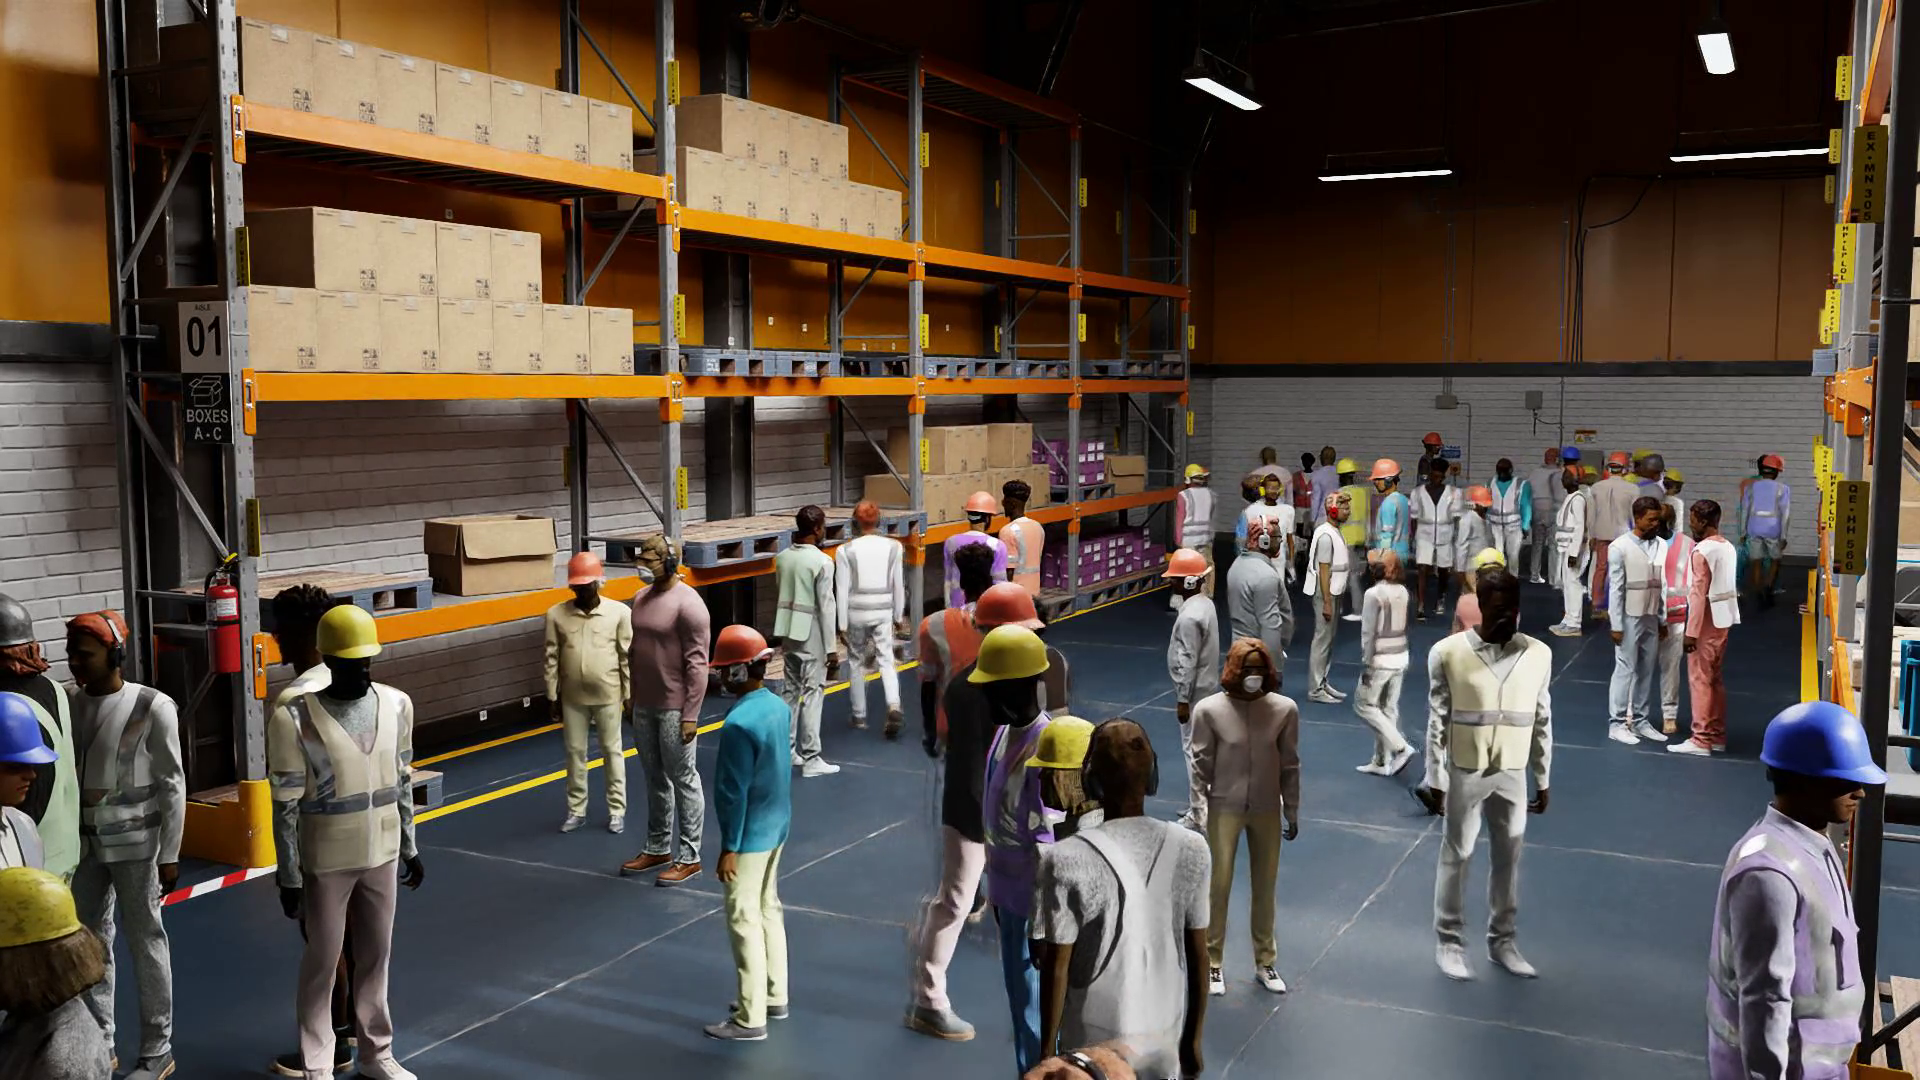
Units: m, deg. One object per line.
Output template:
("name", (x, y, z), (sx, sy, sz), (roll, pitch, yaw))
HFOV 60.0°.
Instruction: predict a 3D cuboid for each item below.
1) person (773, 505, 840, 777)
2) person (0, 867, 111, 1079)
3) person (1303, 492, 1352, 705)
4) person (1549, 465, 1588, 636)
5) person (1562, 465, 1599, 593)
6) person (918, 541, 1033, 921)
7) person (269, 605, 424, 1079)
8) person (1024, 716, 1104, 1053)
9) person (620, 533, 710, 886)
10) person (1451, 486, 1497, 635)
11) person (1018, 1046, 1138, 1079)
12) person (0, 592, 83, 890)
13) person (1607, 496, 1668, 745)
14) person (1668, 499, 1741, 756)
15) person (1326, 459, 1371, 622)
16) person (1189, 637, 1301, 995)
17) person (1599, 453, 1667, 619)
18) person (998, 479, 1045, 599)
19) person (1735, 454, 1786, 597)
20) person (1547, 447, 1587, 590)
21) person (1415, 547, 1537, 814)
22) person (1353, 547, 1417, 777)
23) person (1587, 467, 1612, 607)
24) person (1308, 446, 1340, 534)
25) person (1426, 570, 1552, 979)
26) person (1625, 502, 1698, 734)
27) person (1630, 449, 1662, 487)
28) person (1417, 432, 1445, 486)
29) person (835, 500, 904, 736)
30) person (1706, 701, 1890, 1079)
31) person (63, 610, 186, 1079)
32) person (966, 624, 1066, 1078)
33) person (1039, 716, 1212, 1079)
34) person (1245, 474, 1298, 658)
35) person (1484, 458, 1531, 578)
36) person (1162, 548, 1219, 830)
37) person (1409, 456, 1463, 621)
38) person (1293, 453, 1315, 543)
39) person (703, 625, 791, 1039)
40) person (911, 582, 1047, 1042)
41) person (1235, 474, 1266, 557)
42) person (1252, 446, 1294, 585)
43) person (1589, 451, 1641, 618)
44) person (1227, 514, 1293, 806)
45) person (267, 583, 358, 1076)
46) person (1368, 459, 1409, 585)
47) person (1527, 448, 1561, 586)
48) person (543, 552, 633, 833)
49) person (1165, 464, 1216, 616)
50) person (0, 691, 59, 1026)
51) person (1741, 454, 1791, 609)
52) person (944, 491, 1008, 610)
("person", (-1.105, 0.708, 11.778), (0.390, 1.911, 0.592), (-5, 7, -43))
("person", (-1.958, 1.552, 3.558), (0.319, 1.742, 0.492), (-4, 7, -39))
("person", (3.183, 0.498, 14.432), (0.392, 1.836, 0.561), (2, 6, 20))
("person", (6.713, 0.115, 18.291), (0.346, 1.879, 0.584), (1, 5, 11))
("person", (8.136, -0.128, 21.818), (0.517, 1.704, 0.611), (0, 5, 5))
("person", (0.098, 0.968, 8.722), (0.620, 1.944, 0.657), (1, 5, 6))
("person", (-2.322, 1.200, 6.367), (0.377, 1.925, 0.594), (4, 7, 38))
("person", (0.364, 1.406, 5.183), (0.337, 1.733, 0.480), (0, 5, 5))
("person", (-1.637, 0.929, 9.229), (0.630, 1.940, 0.372), (5, 7, 43))
("person", (5.496, 0.280, 17.464), (0.767, 1.701, 0.653), (4, 6, 35))
("person", (0.255, 1.671, 2.919), (0.550, 1.621, 0.357), (5, 7, 44))
("person", (-3.428, 1.188, 5.893), (0.538, 2.000, 0.683), (-1, 5, -7))
("person", (5.216, 0.611, 12.825), (0.597, 1.909, 0.405), (-3, 6, -29))
("person", (5.595, 0.650, 12.412), (0.399, 1.906, 0.603), (5, 7, 43))
("person", (4.465, -0.001, 19.543), (0.593, 1.887, 0.906), (-4, 7, -40))
("person", (1.288, 1.241, 7.534), (0.508, 1.626, 0.279), (-1, 5, -6))
("person", (7.924, -0.077, 19.504), (0.990, 2.000, 0.694), (-1, 5, -14))
("person", (0.481, 0.467, 14.052), (0.367, 1.966, 0.607), (3, 6, 29))
("person", (10.375, -0.184, 21.646), (1.002, 1.869, 0.593), (-3, 6, -32))
("person", (8.139, -0.278, 22.241), (0.442, 1.936, 0.641), (-4, 6, -34))
("person", (3.311, 0.908, 10.619), (0.792, 1.719, 0.527), (-3, 6, -32))
("person", (2.975, 0.862, 11.568), (0.416, 1.625, 0.535), (5, 7, 44))
("person", (8.014, -0.035, 20.567), (0.560, 1.753, 0.327), (-2, 6, -17))
("person", (4.964, -0.303, 22.486), (0.632, 1.940, 0.372), (-3, 6, -31))
("person", (2.453, 1.079, 7.755), (0.589, 1.913, 0.382), (0, 5, -5))
("person", (5.520, 0.613, 13.171), (0.624, 1.838, 0.430), (3, 6, 28))
("person", (9.334, -0.307, 22.750), (0.594, 1.888, 0.844), (-2, 6, -25))
("person", (7.198, -0.630, 25.478), (0.404, 2.037, 0.606), (3, 6, 25))
("person", (-0.691, 0.614, 13.075), (0.579, 1.855, 0.860), (-2, 6, -16))
("person", (2.166, 1.377, 4.353), (0.404, 1.945, 0.616), (4, 6, 34))
("person", (-3.316, 1.210, 6.489), (0.587, 1.882, 0.341), (1, 5, 10))
("person", (0.214, 1.249, 5.904), (0.394, 1.918, 0.585), (-1, 5, -11))
("person", (0.455, 1.406, 4.650), (0.514, 1.838, 0.347), (-2, 6, -22))
("person", (3.137, 0.268, 16.746), (0.553, 1.866, 0.352), (0, 5, 4))
("person", (7.245, -0.192, 22.046), (0.634, 1.809, 0.907), (3, 6, 26))
("person", (1.429, 0.920, 10.347), (0.354, 1.744, 0.566), (2, 6, 18))
("person", (5.608, -0.031, 19.655), (0.612, 1.934, 0.799), (1, 5, 12))
("person", (5.473, -0.530, 26.211), (0.542, 1.695, 0.316), (2, 6, 21))
("person", (-0.908, 1.227, 7.092), (0.351, 1.738, 0.575), (1, 5, 12))
("person", (0.204, 1.149, 6.817), (1.015, 1.941, 0.619), (4, 7, 38))
("person", (3.098, 0.223, 17.457), (0.434, 1.823, 0.632), (-1, 5, -9))
("person", (4.235, -0.315, 22.631), (0.657, 1.937, 0.365), (-2, 6, -17))
("person", (7.686, -0.046, 19.496), (0.409, 1.984, 0.613), (-5, 7, -44))
("person", (1.995, 0.782, 10.975), (0.409, 1.907, 0.651), (-1, 5, -10))
("person", (-2.582, 1.150, 6.700), (0.362, 1.963, 0.613), (0, 5, 2))
("person", (4.239, 0.210, 16.504), (0.405, 2.032, 0.610), (3, 6, 27))
("person", (8.127, -0.319, 22.902), (0.400, 1.900, 0.636), (-5, 7, -41))
("person", (-2.271, 0.936, 10.202), (0.568, 1.742, 0.360), (0, 5, 0))
("person", (2.770, 0.001, 19.859), (0.599, 1.817, 0.420), (-3, 6, -33))
("person", (-2.627, 1.370, 4.495), (0.416, 1.939, 0.605), (0, 5, -3))
("person", (9.896, -0.096, 20.438), (0.567, 1.902, 0.516), (4, 7, 38))
("person", (0.138, 0.580, 13.075), (0.550, 1.925, 0.391), (3, 6, 27))
